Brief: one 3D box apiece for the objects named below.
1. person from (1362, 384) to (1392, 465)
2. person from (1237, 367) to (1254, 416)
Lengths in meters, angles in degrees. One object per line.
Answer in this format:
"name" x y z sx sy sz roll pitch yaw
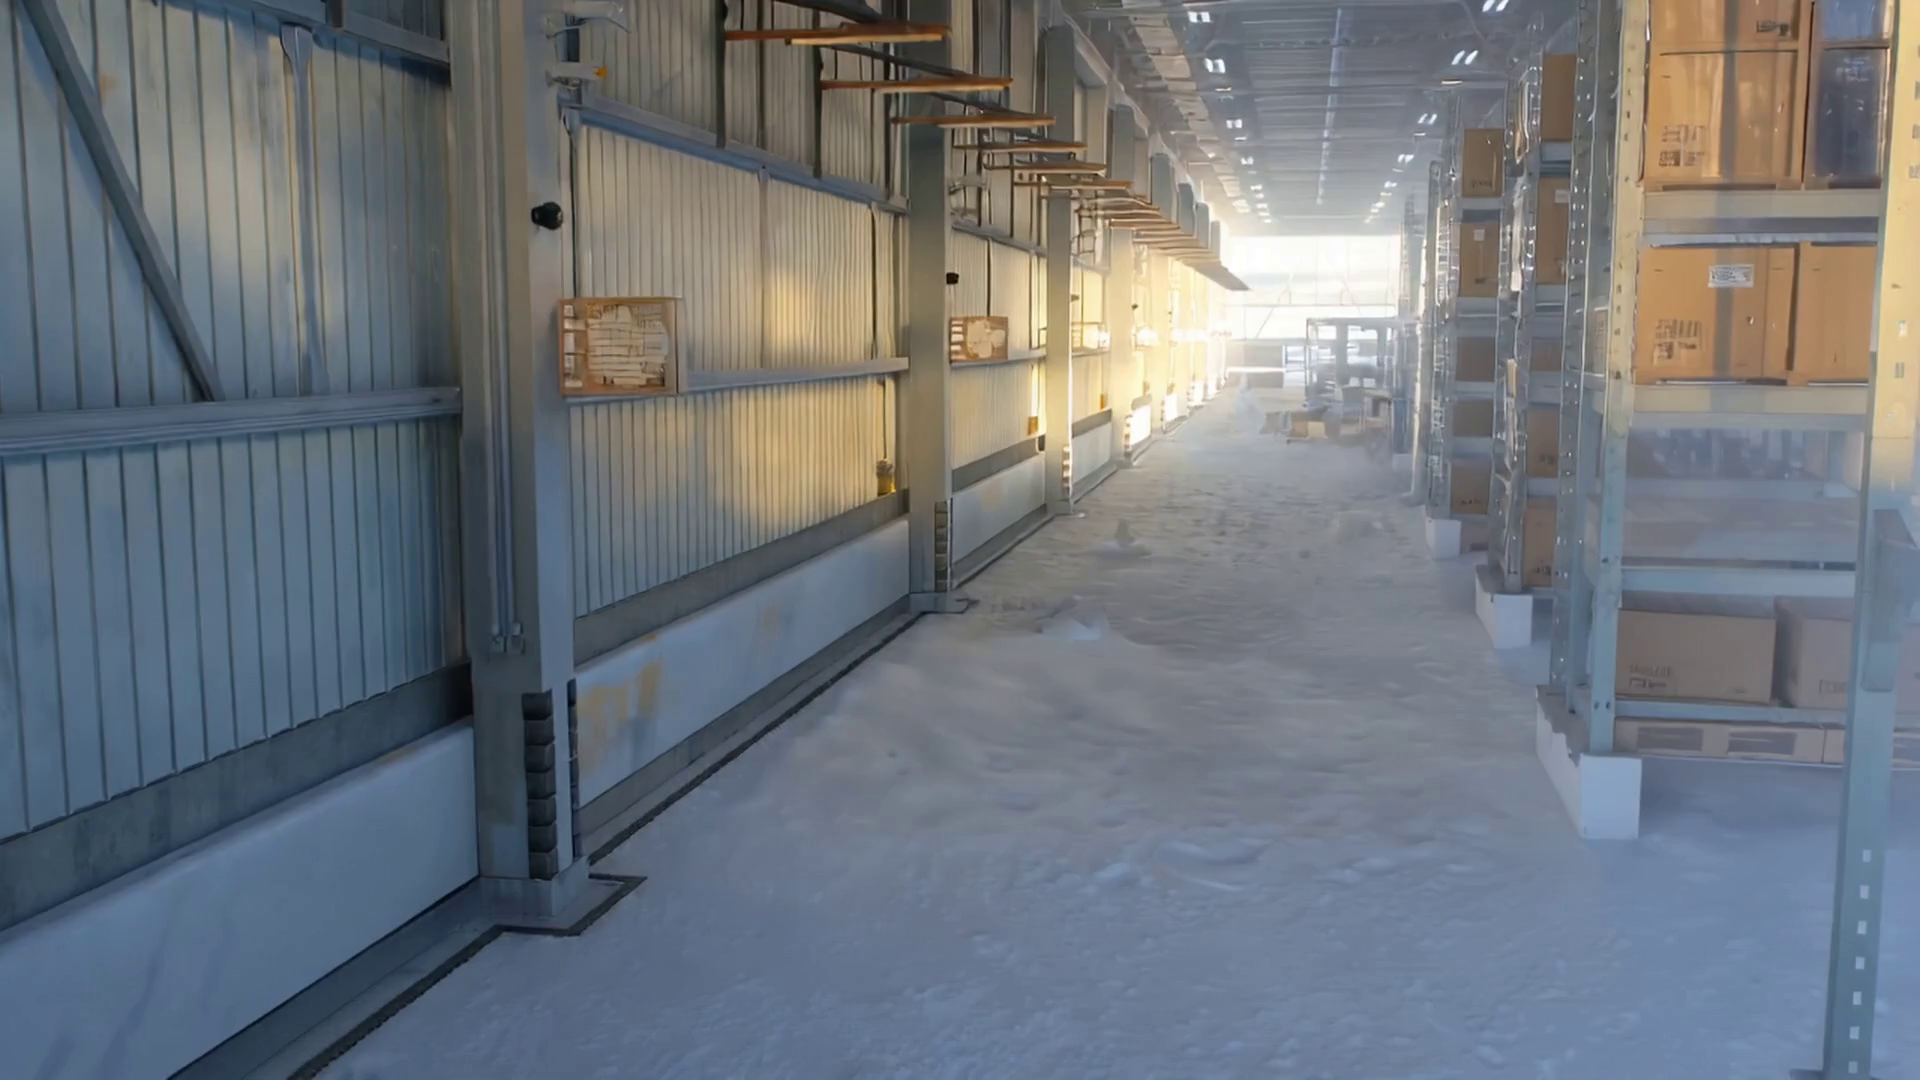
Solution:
"person" 9.880 -2.691 38.846 1.011 1.889 0.615 -2 7 -16
"person" 10.539 -5.469 61.344 0.610 1.820 0.653 1 7 12
